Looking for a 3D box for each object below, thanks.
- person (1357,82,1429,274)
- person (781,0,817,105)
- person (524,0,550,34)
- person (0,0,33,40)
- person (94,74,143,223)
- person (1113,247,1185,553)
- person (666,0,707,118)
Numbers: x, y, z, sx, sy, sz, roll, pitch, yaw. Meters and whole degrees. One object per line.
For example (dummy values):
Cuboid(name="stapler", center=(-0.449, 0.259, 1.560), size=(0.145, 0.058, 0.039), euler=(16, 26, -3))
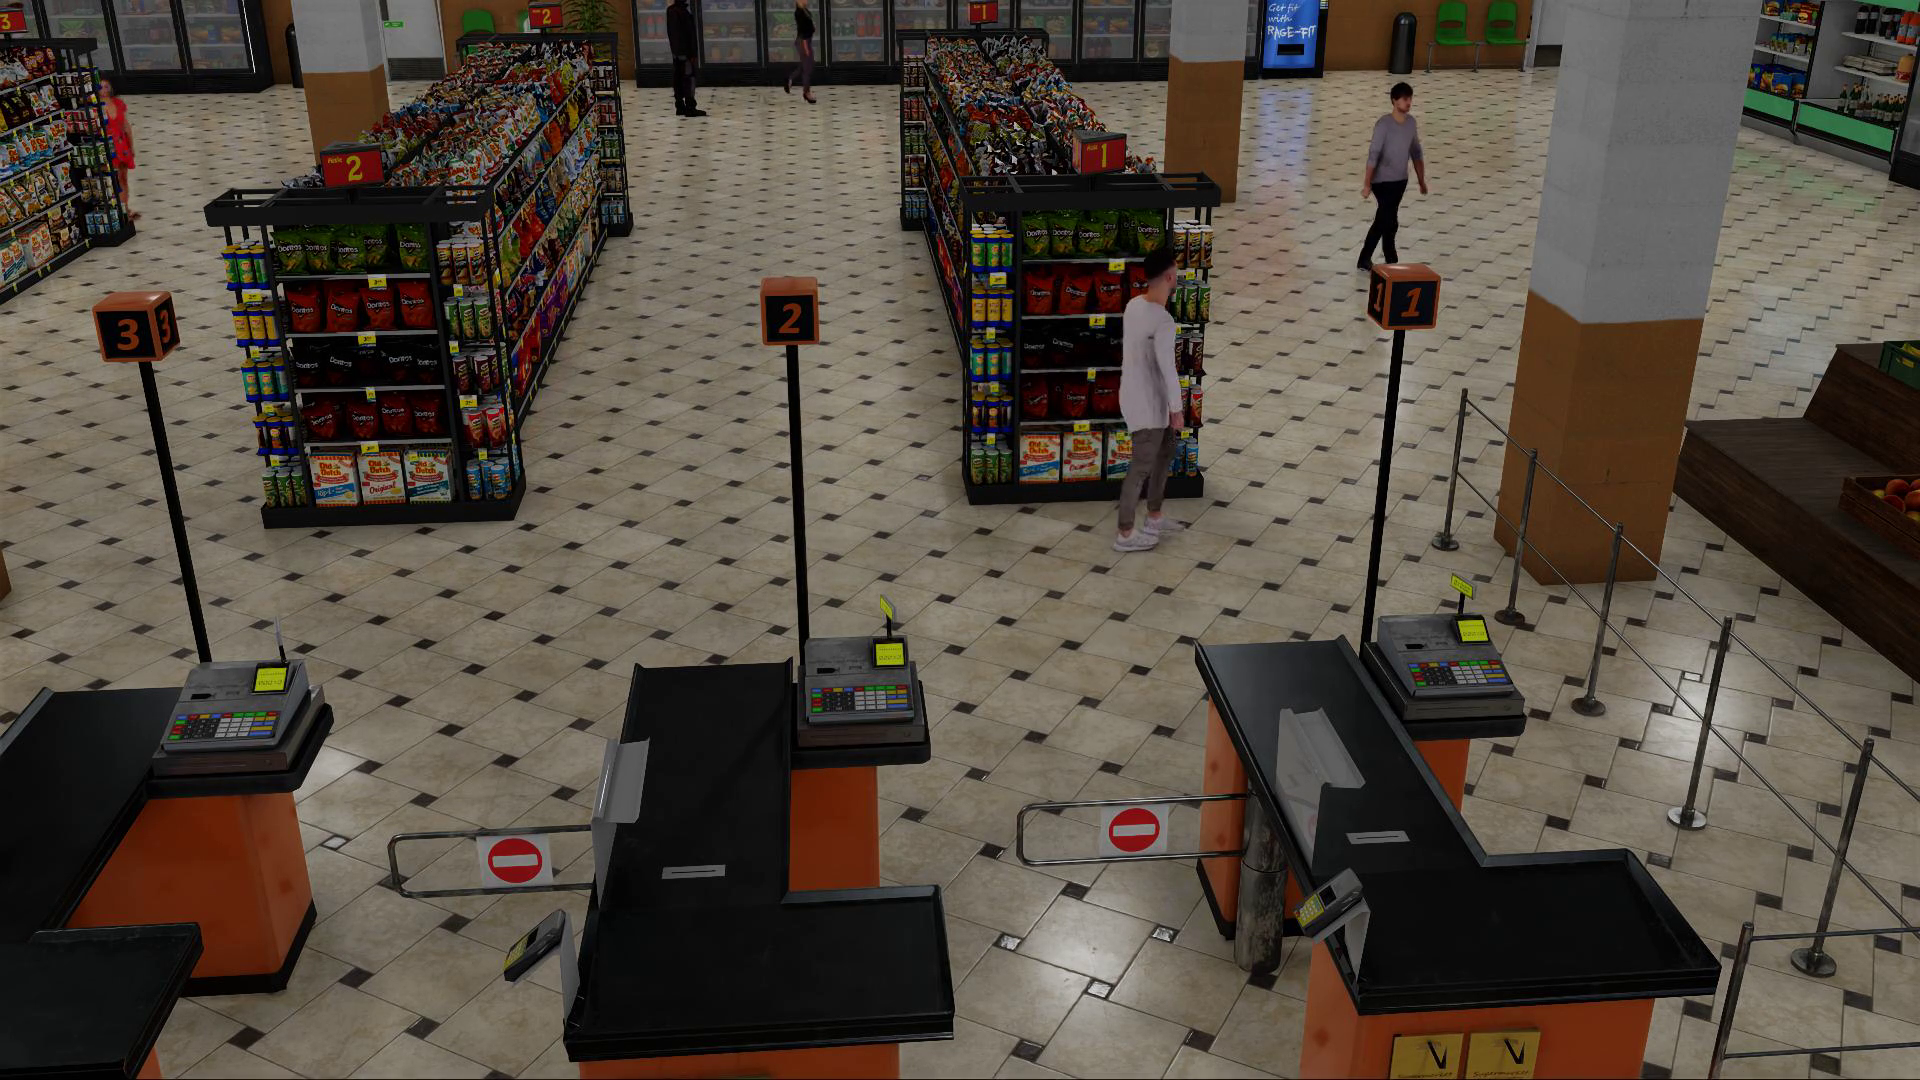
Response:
Cuboid(name="person", center=(3.936, -3.335, 15.518), size=(1.029, 1.804, 1.193), euler=(-17, 29, -34))
Cuboid(name="person", center=(-2.429, -7.388, 24.969), size=(0.721, 1.652, 0.750), euler=(1, 24, 1))
Cuboid(name="person", center=(-6.319, -7.317, 24.940), size=(0.605, 1.546, 0.664), euler=(-10, 26, -23))
Cuboid(name="person", center=(-11.808, -5.784, 21.015), size=(1.078, 1.883, 1.203), euler=(14, 27, 29))
Cuboid(name="person", center=(-9.020, -4.165, 17.713), size=(0.910, 1.564, 0.837), euler=(18, 30, 36))
Cuboid(name="person", center=(1.011, -0.783, 9.670), size=(0.819, 1.817, 0.710), euler=(-5, 24, -12))
Cuboid(name="person", center=(-4.013, -7.068, 24.021), size=(0.852, 1.825, 0.771), euler=(-22, 32, -40))
